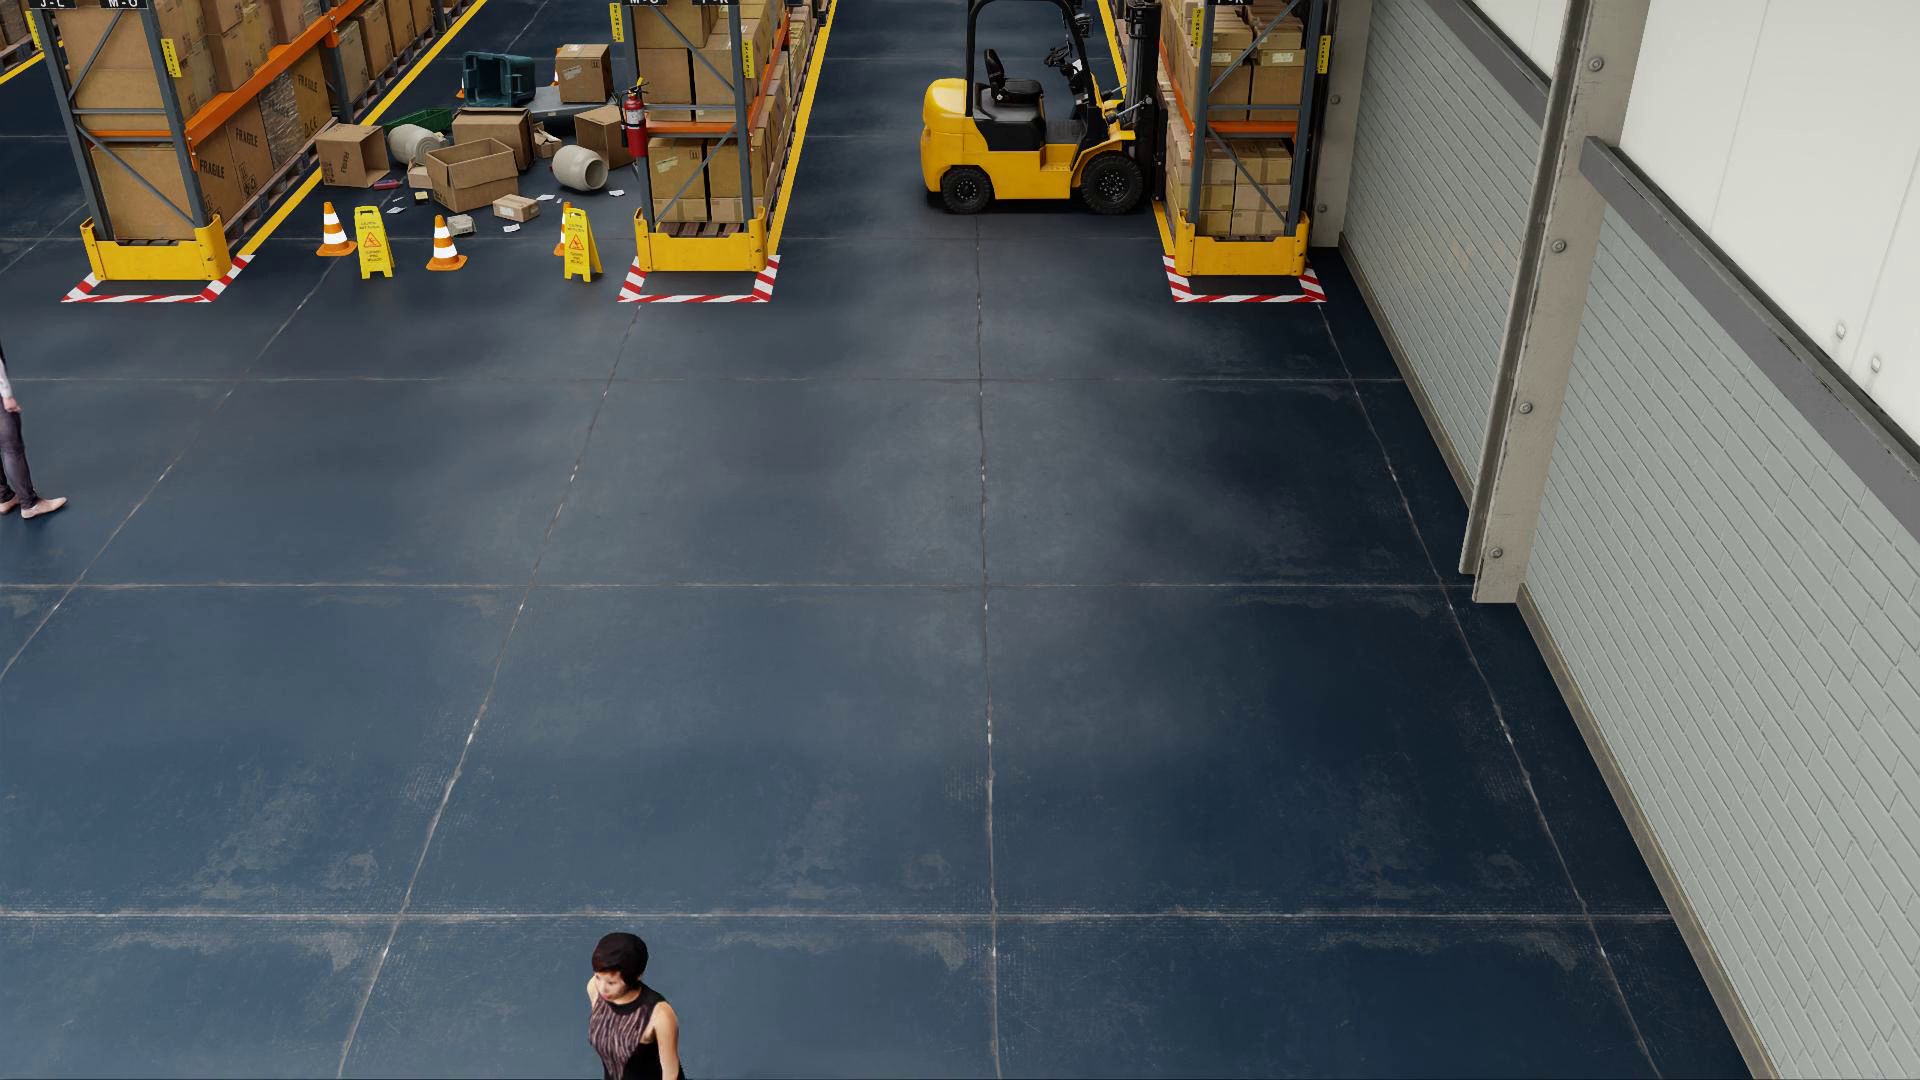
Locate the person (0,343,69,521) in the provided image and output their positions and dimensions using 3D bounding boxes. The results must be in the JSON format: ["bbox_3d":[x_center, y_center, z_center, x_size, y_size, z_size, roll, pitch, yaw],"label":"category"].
[{"bbox_3d":[-6.600,-0.996,11.277,0.779,1.822,0.772,16,36,24],"label":"person"}]

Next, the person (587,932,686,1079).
[{"bbox_3d":[-1.195,2.114,6.594,0.895,1.557,1.112,16,35,23],"label":"person"}]
